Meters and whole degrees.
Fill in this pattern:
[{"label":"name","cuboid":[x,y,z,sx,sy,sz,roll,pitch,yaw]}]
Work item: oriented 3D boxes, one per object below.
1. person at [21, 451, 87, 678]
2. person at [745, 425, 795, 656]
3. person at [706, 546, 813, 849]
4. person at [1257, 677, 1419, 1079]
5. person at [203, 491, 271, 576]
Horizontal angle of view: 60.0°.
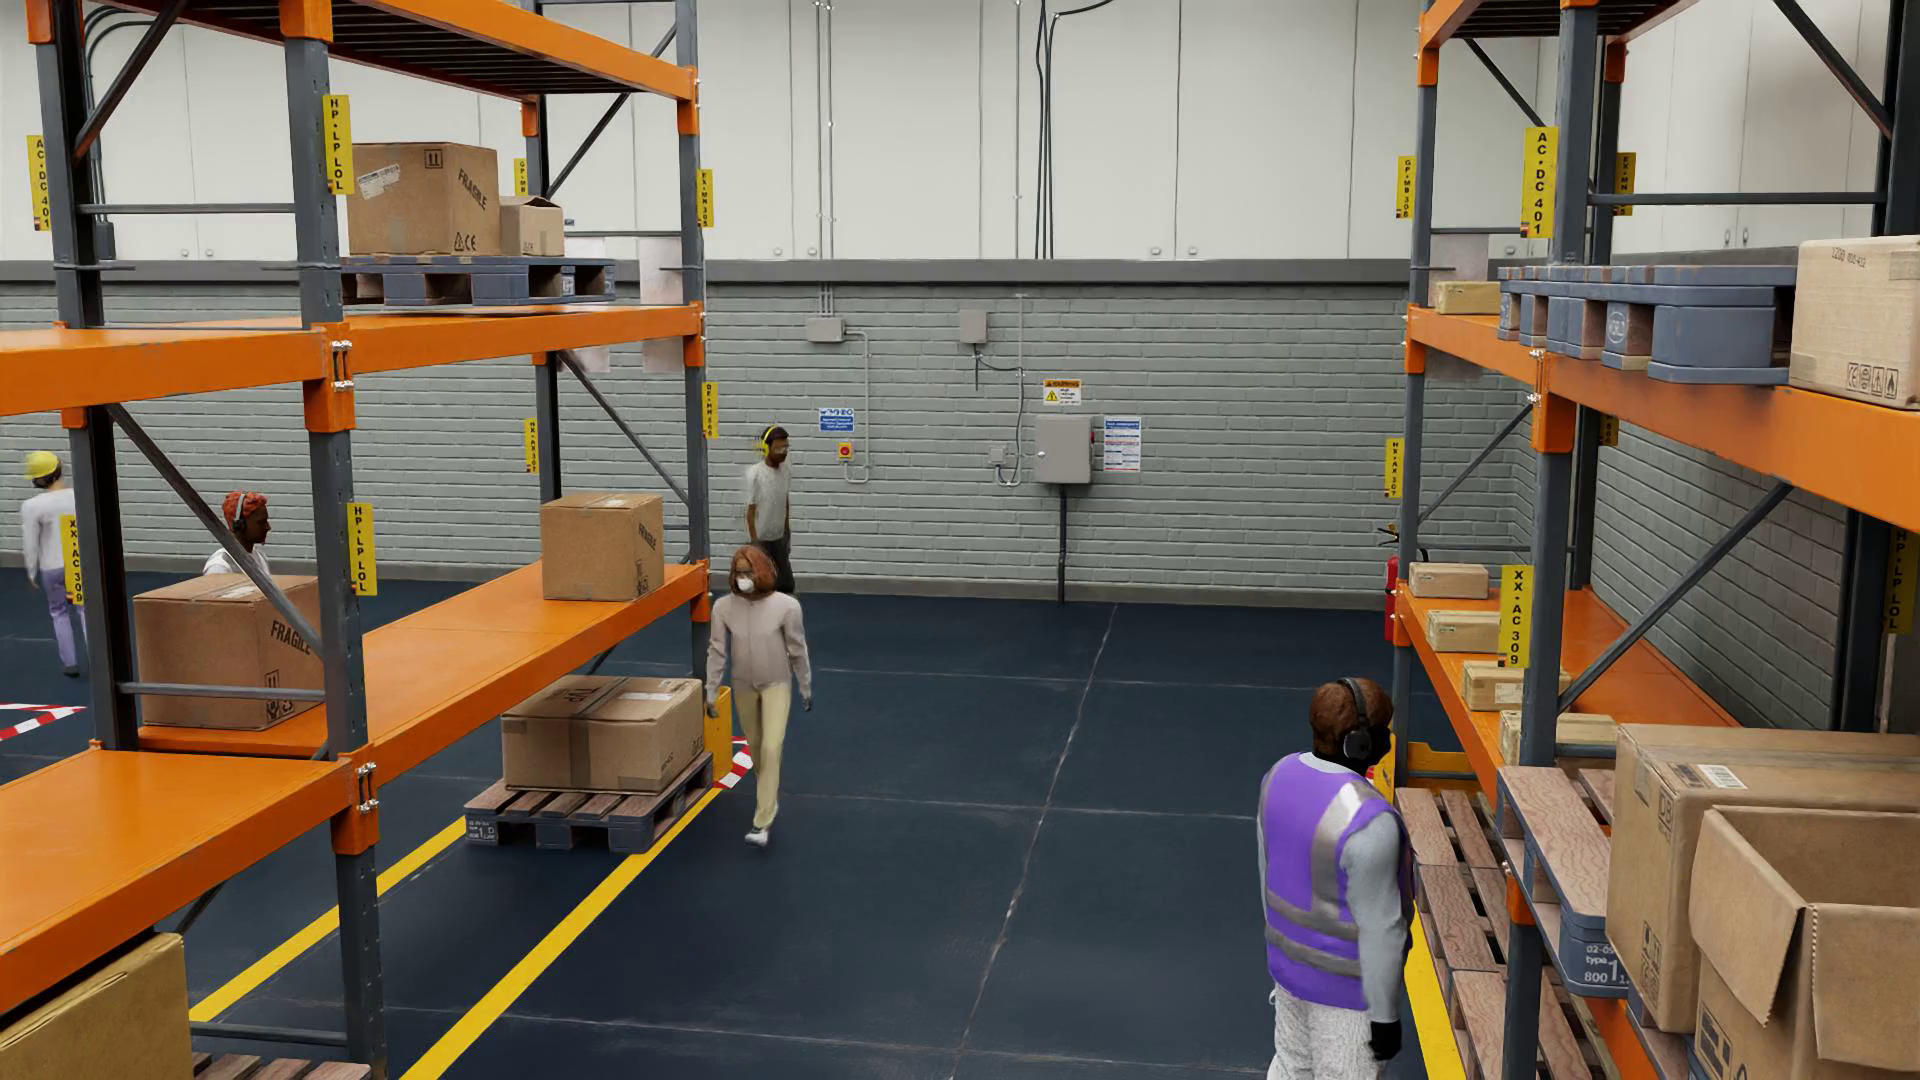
[{"label":"person","cuboid":[-6.635,0.186,12.305,0.401,1.720,0.550,9,13,43]},{"label":"person","cuboid":[-1.512,0.005,13.086,0.539,1.840,0.529,8,12,40]},{"label":"person","cuboid":[-1.085,0.819,8.841,0.521,1.579,0.852,2,9,12]},{"label":"person","cuboid":[1.137,1.314,5.007,0.430,1.845,0.624,-3,10,-19]},{"label":"person","cuboid":[-3.789,0.672,8.855,0.358,1.880,0.575,0,9,-1]}]
